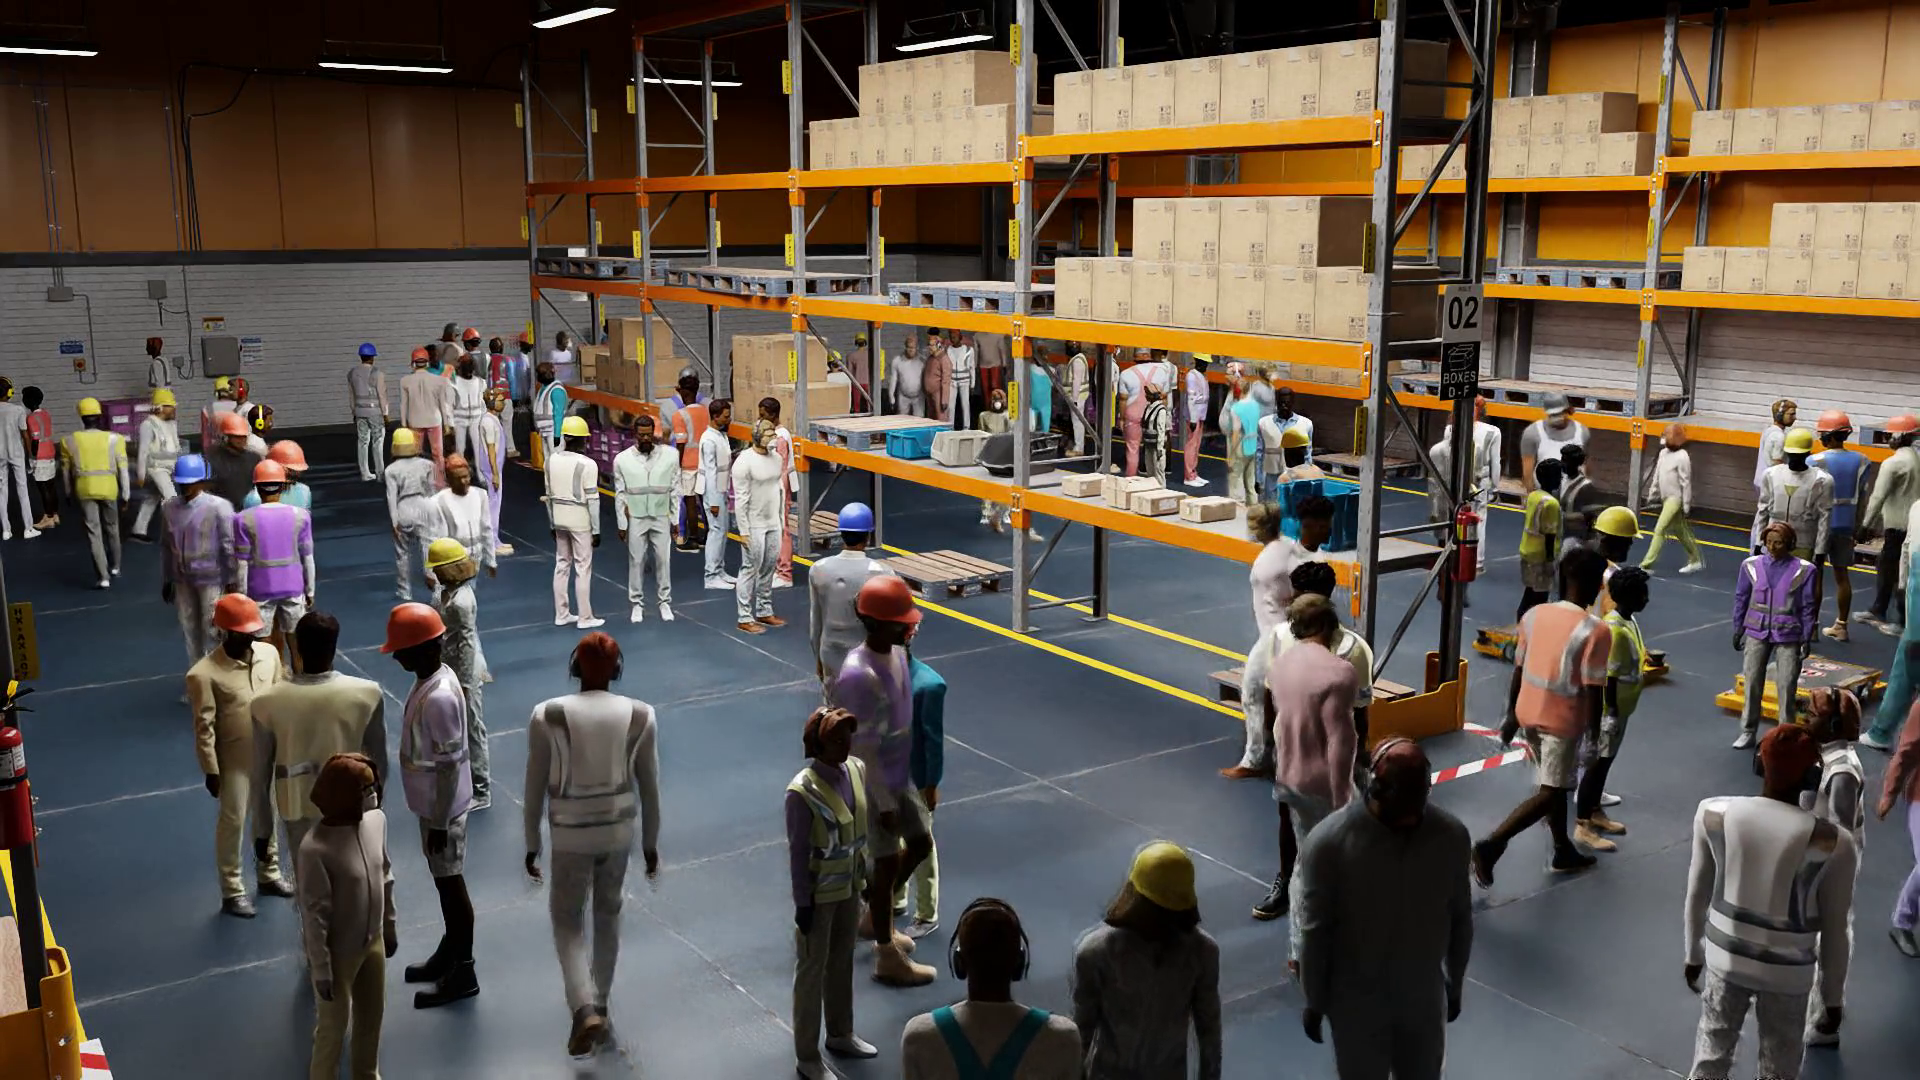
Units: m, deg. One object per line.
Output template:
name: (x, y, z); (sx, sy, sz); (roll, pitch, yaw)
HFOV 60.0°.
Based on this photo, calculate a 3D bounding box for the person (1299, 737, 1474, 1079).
person: (1.533, 1.599, 6.075); (0.656, 1.887, 0.634); (-2, 11, -8)

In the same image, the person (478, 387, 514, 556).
person: (-5.101, -0.756, 18.220); (0.328, 1.844, 0.513); (-3, 12, -16)

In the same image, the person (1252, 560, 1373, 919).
person: (1.817, 1.063, 8.603); (0.612, 1.963, 0.363); (10, 15, 42)

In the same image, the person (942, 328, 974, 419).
person: (-0.062, -2.799, 28.300); (0.612, 1.993, 0.385); (-2, 11, -10)

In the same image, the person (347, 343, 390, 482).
person: (-8.221, -1.770, 23.184); (0.604, 1.939, 0.415); (4, 12, 19)

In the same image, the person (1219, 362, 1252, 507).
person: (3.411, -1.256, 20.662); (0.399, 1.899, 0.653); (2, 11, 11)

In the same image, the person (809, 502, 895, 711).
person: (-0.646, 0.731, 10.367); (0.605, 1.941, 0.416); (5, 12, 23)

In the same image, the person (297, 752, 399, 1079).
person: (-2.410, 1.626, 6.609); (0.285, 1.629, 0.504); (4, 12, 18)

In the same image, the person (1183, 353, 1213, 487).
person: (3.270, -1.697, 22.857); (0.381, 1.917, 0.585); (4, 12, 22)

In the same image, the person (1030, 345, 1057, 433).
person: (1.160, -1.990, 24.669); (0.534, 1.812, 0.948); (-2, 11, -9)

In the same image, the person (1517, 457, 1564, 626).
person: (4.899, 0.142, 14.036); (0.321, 1.690, 0.534); (1, 11, 4)

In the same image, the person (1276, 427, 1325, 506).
person: (2.848, -0.004, 14.173); (0.383, 1.921, 0.594); (11, 15, 43)

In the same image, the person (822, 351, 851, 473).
person: (-1.799, -1.845, 23.997); (0.523, 1.769, 0.314); (-8, 14, -37)

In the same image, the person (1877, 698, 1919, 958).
person: (4.792, 1.307, 8.019); (0.577, 1.694, 0.923); (0, 11, 0)

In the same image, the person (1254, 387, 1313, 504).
person: (3.409, -0.667, 17.577); (0.597, 1.917, 0.379); (2, 11, 12)

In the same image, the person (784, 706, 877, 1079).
person: (-0.558, 1.508, 7.163); (0.306, 1.639, 0.523); (6, 13, 30)

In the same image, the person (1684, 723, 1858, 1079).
person: (2.963, 1.589, 6.146); (0.573, 1.876, 0.348); (10, 15, 43)

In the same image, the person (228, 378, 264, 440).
person: (-8.235, -0.953, 19.226); (0.389, 1.847, 0.566); (-8, 13, -34)

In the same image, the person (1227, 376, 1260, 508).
person: (3.327, -1.015, 19.581); (0.436, 1.842, 0.570); (8, 14, 36)

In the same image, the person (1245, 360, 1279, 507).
person: (3.906, -1.288, 20.749); (0.766, 1.914, 0.645); (6, 13, 28)

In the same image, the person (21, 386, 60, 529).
person: (-10.934, -0.982, 19.757); (0.315, 1.698, 0.540); (-3, 11, -13)

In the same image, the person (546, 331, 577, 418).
person: (-6.213, -2.297, 25.957); (0.608, 1.901, 0.706); (4, 12, 19)

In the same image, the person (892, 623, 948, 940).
person: (-0.323, 1.183, 8.569); (0.574, 1.740, 0.348); (10, 15, 41)

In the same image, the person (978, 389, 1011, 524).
person: (0.451, -1.005, 20.036); (0.497, 1.634, 0.278); (0, 11, 2)

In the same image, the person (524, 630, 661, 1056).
person: (-1.600, 1.355, 7.401); (0.619, 1.853, 0.742); (-5, 12, -23)

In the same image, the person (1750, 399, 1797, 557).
person: (8.325, -0.521, 17.027); (0.351, 1.843, 0.506); (2, 11, 12)

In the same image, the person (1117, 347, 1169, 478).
person: (2.450, -1.671, 22.406); (0.712, 2.000, 0.582); (-1, 11, -7)

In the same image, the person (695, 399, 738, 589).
person: (-2.430, -0.456, 16.538); (0.396, 1.908, 0.600); (0, 11, 2)

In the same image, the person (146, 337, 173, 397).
person: (-12.063, -2.114, 25.078); (0.356, 1.882, 0.574); (-3, 12, -17)

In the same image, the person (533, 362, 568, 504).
person: (-5.281, -1.383, 21.483); (0.429, 1.831, 0.634); (-7, 13, -32)

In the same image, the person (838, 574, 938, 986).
person: (-0.327, 1.150, 7.995); (0.448, 2.027, 0.618); (4, 12, 22)

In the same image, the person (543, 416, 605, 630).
person: (-3.463, -0.155, 14.968); (0.588, 1.918, 0.397); (6, 12, 28)

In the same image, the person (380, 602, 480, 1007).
person: (-2.490, 1.231, 7.841); (0.368, 1.929, 0.542); (-5, 12, -23)

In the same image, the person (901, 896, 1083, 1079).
person: (0.087, 1.896, 4.694); (0.502, 1.837, 0.346); (1, 11, 7)

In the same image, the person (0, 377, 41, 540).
person: (-10.904, -0.935, 19.077); (0.518, 1.872, 0.326); (-3, 11, -14)

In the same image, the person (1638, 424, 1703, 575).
person: (7.340, -0.416, 17.143); (0.864, 1.588, 0.525); (0, 11, -2)

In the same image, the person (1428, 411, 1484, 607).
person: (4.696, -0.309, 15.810); (0.545, 1.900, 0.643); (1, 11, 3)

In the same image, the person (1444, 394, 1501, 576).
person: (5.277, -0.571, 17.191); (0.573, 1.877, 0.338); (5, 12, 22)

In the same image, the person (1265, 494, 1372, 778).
person: (2.335, 0.658, 10.775); (1.006, 1.916, 0.616); (6, 13, 30)

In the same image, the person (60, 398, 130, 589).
person: (-8.694, -0.484, 16.746); (0.592, 1.877, 0.982); (-7, 13, -32)

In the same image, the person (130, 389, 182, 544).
person: (-8.964, -0.805, 18.668); (0.979, 1.774, 0.604); (0, 11, 2)

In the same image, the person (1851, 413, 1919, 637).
person: (8.253, -0.144, 14.782); (0.656, 1.960, 0.815); (-7, 13, -32)

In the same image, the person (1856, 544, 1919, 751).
person: (6.639, 0.612, 11.276); (0.714, 1.857, 0.923); (-5, 12, -23)

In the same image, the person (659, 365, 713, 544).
person: (-3.033, -0.970, 18.818); (0.674, 2.000, 0.535); (-1, 11, -3)

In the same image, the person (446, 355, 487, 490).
person: (-6.617, -1.559, 22.377); (0.593, 1.829, 1.008); (-7, 13, -30)

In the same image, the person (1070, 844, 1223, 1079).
person: (0.622, 1.806, 5.416); (0.495, 1.721, 0.594); (-3, 11, -15)

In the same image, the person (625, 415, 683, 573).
person: (-3.091, -0.416, 16.757); (0.584, 1.735, 0.598); (-3, 12, -17)
